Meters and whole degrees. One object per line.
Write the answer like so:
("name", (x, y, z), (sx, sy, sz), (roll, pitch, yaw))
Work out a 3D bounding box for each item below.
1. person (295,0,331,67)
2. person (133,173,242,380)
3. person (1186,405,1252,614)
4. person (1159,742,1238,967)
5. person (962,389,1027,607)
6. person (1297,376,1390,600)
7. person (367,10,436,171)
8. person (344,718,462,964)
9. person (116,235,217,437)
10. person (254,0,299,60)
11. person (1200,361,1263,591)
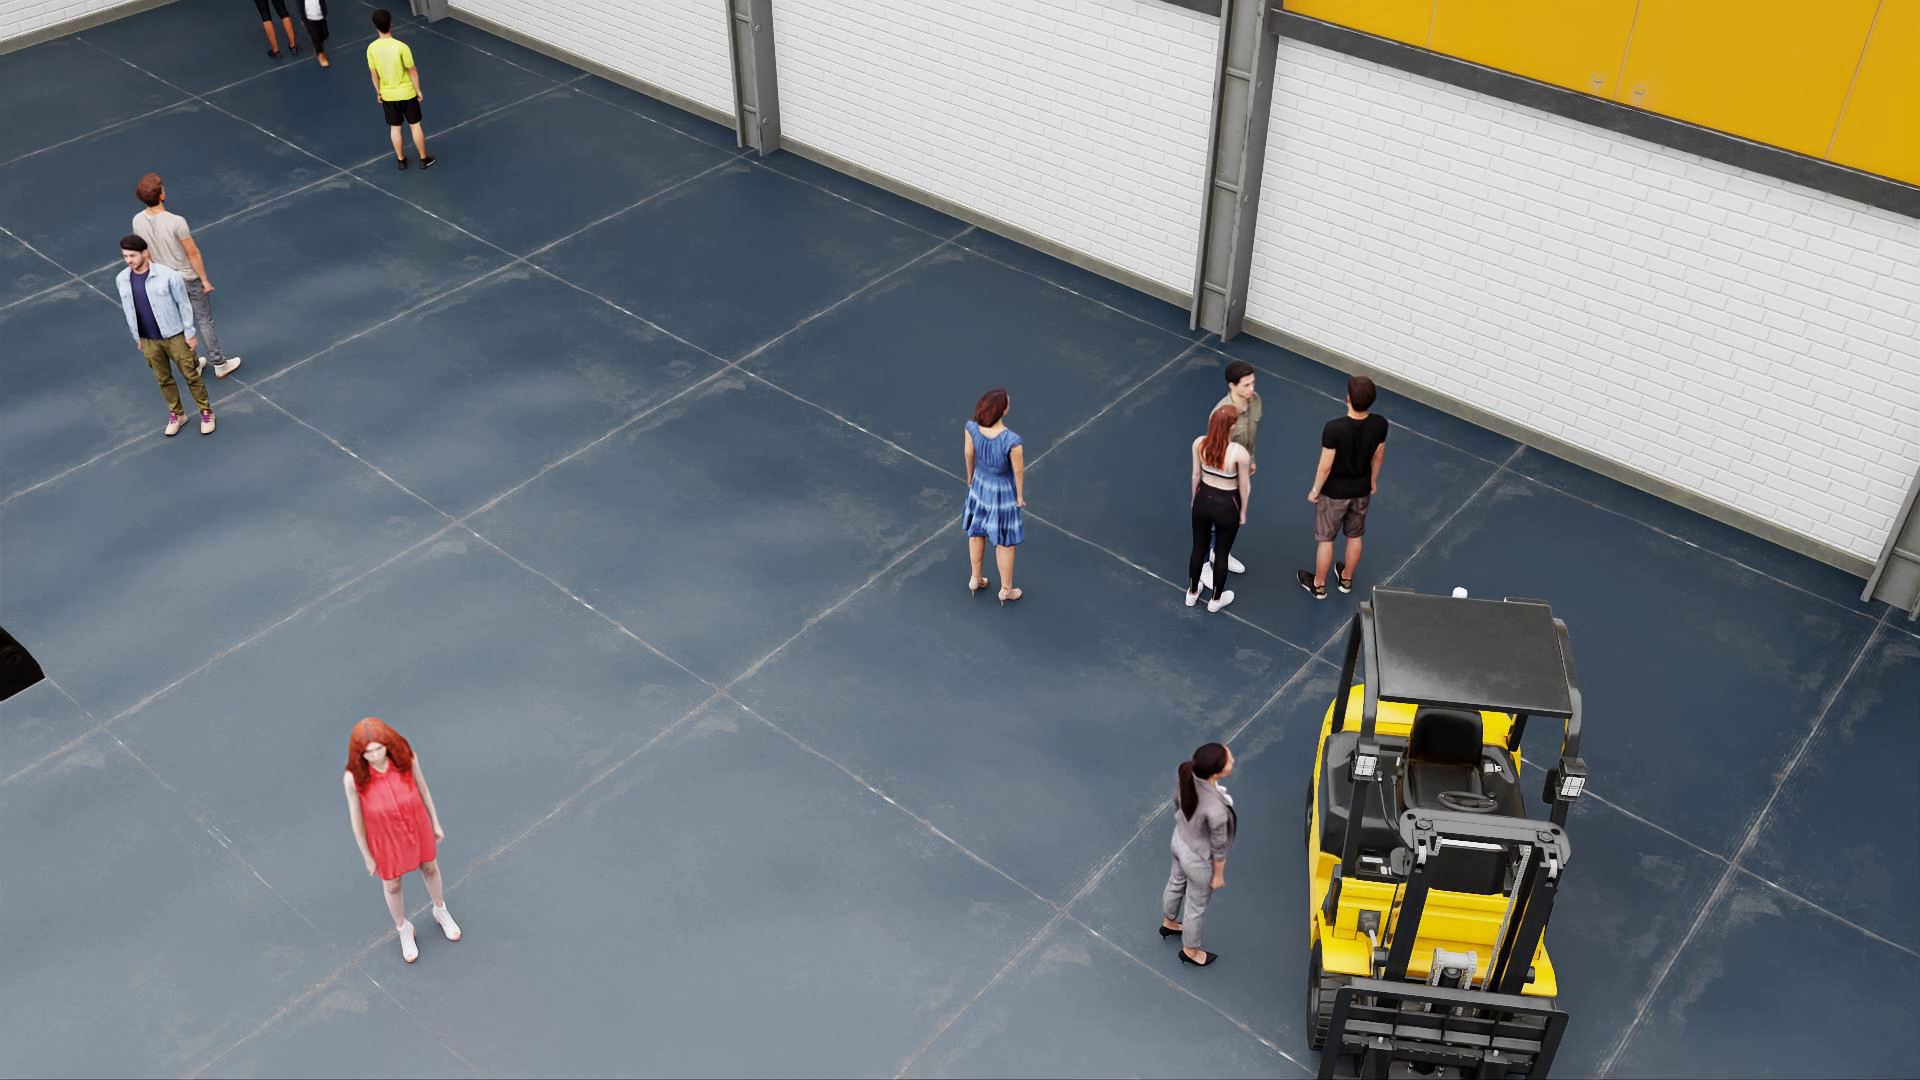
("person", (-7.765, -6.319, 19.909), (0.594, 1.215, 0.749), (-25, 45, -27))
("person", (-6.697, -2.240, 14.255), (0.701, 1.898, 0.805), (3, 39, 4))
("person", (1.824, -0.223, 11.856), (0.519, 1.741, 0.682), (20, 43, 23))
("person", (1.338, 1.765, 9.417), (0.771, 1.677, 0.663), (-15, 41, -18))
("person", (0.248, -0.308, 11.910), (0.552, 1.806, 0.756), (21, 43, 24))
("person", (2.767, -0.369, 11.942), (0.775, 1.861, 0.802), (-8, 39, -10))
("person", (-5.927, -4.739, 17.537), (0.684, 1.708, 0.754), (-2, 39, -2))
("person", (-3.165, 1.674, 9.411), (0.655, 1.826, 0.604), (-23, 44, -26))
("person", (-6.517, -1.678, 13.621), (0.733, 1.811, 0.809), (-1, 39, -2))
("person", (-8.328, -6.663, 19.914), (0.642, 1.746, 0.579), (-28, 46, -30))
("person", (1.943, -0.502, 12.106), (0.579, 1.864, 0.715), (31, 48, 33))
